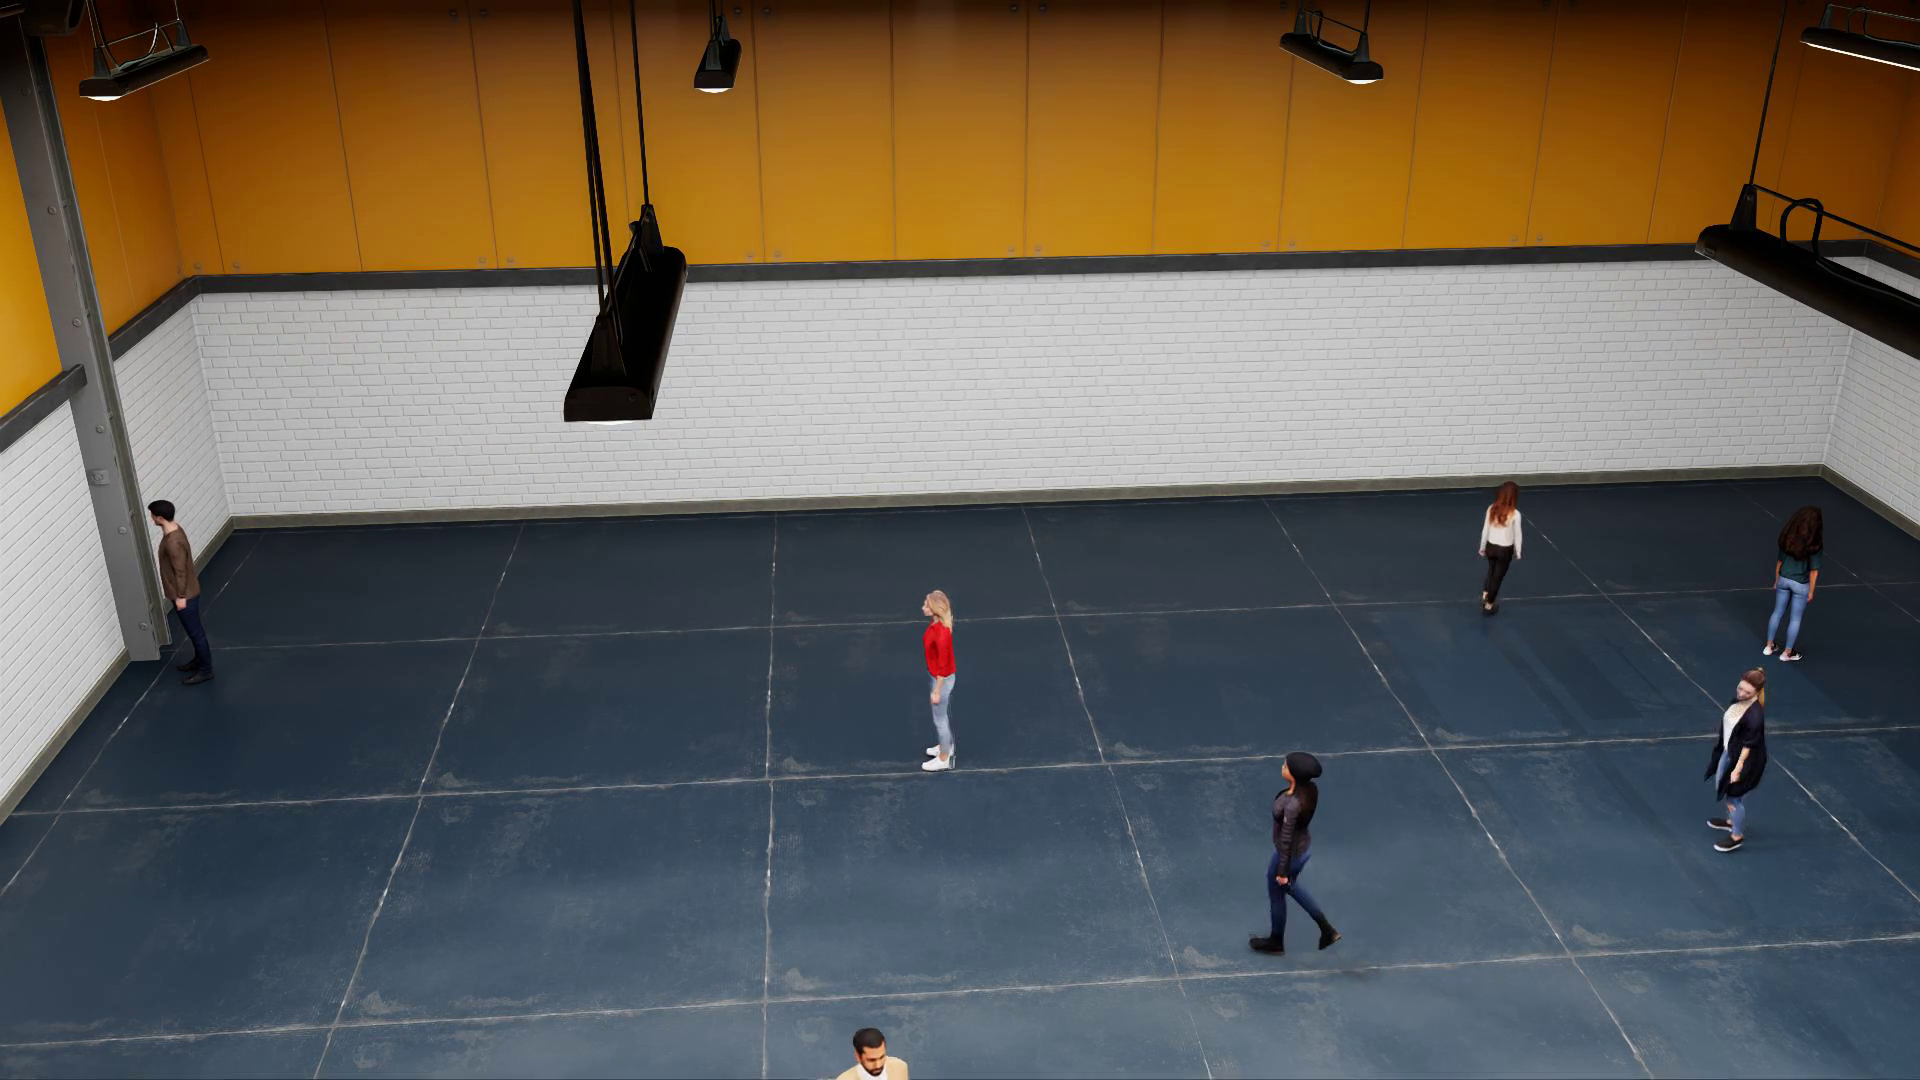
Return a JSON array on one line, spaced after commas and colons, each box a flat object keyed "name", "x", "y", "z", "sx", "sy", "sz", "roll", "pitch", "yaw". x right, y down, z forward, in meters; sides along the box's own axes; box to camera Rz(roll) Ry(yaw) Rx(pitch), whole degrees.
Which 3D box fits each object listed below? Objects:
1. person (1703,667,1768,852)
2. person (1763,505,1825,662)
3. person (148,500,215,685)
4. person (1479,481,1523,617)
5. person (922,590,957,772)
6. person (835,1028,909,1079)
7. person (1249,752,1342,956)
[{"name": "person", "x": 6.285, "y": 1.757, "z": 13.315, "sx": 0.805, "sy": 1.663, "sz": 0.608, "roll": 8, "pitch": 25, "yaw": 17}, {"name": "person", "x": 8.255, "y": 0.414, "z": 16.448, "sx": 0.767, "sy": 1.616, "sz": 0.681, "roll": -16, "pitch": 28, "yaw": -31}, {"name": "person", "x": -7.463, "y": 0.470, "z": 15.981, "sx": 0.793, "sy": 1.886, "sz": 0.658, "roll": -12, "pitch": 26, "yaw": -25}, {"name": "person", "x": 5.576, "y": 0.122, "z": 17.293, "sx": 0.692, "sy": 1.474, "sz": 0.614, "roll": -21, "pitch": 31, "yaw": -39}, {"name": "person", "x": -0.159, "y": 1.212, "z": 14.510, "sx": 0.689, "sy": 1.705, "sz": 0.466, "roll": -2, "pitch": 24, "yaw": -5}, {"name": "person", "x": -0.526, "y": 3.437, "z": 9.393, "sx": 0.958, "sy": 1.726, "sz": 1.207, "roll": -12, "pitch": 27, "yaw": -26}, {"name": "person", "x": 2.474, "y": 2.301, "z": 11.984, "sx": 0.967, "sy": 1.733, "sz": 0.955, "roll": 13, "pitch": 27, "yaw": 27}]
